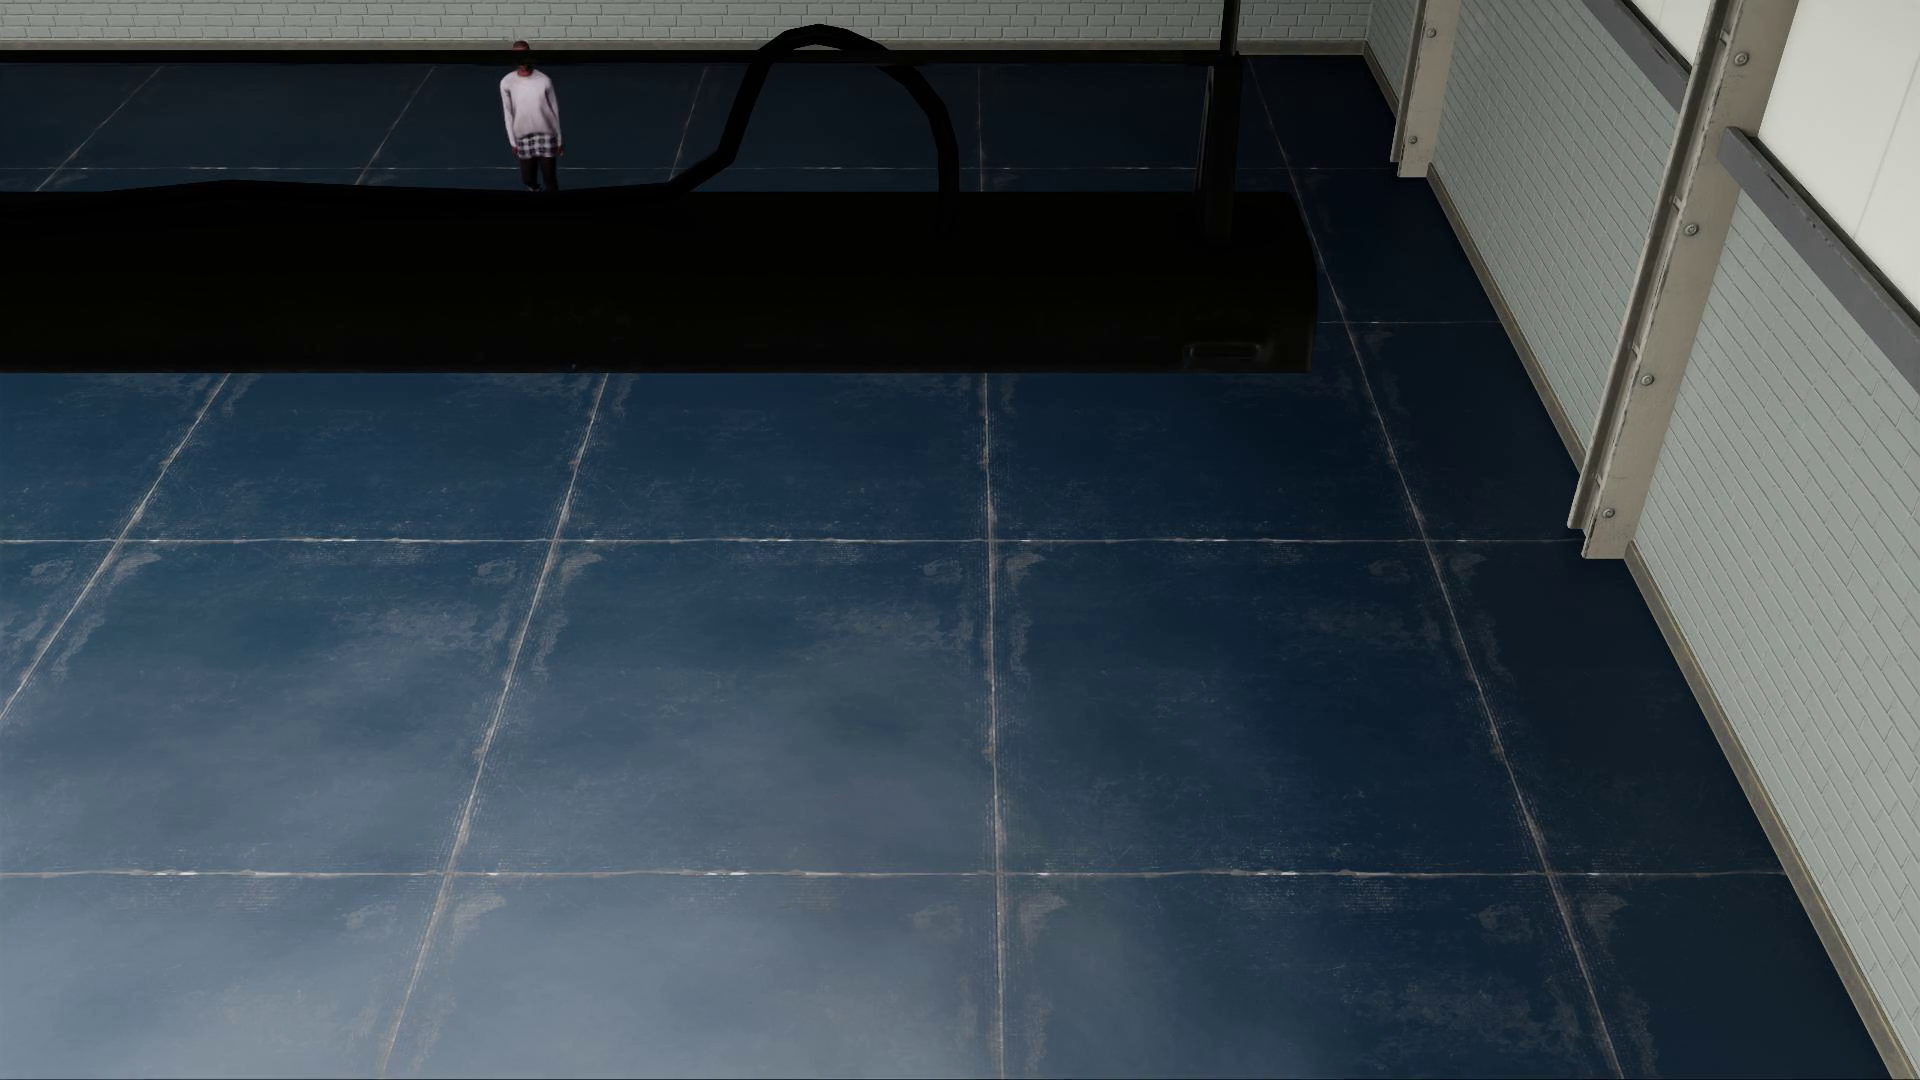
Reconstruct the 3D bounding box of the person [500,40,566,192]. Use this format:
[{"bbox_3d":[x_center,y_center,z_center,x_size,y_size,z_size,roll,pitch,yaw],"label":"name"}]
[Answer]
[{"bbox_3d":[-3.756,-3.589,14.710,0.737,1.762,0.911,-9,38,-11],"label":"person"}]
